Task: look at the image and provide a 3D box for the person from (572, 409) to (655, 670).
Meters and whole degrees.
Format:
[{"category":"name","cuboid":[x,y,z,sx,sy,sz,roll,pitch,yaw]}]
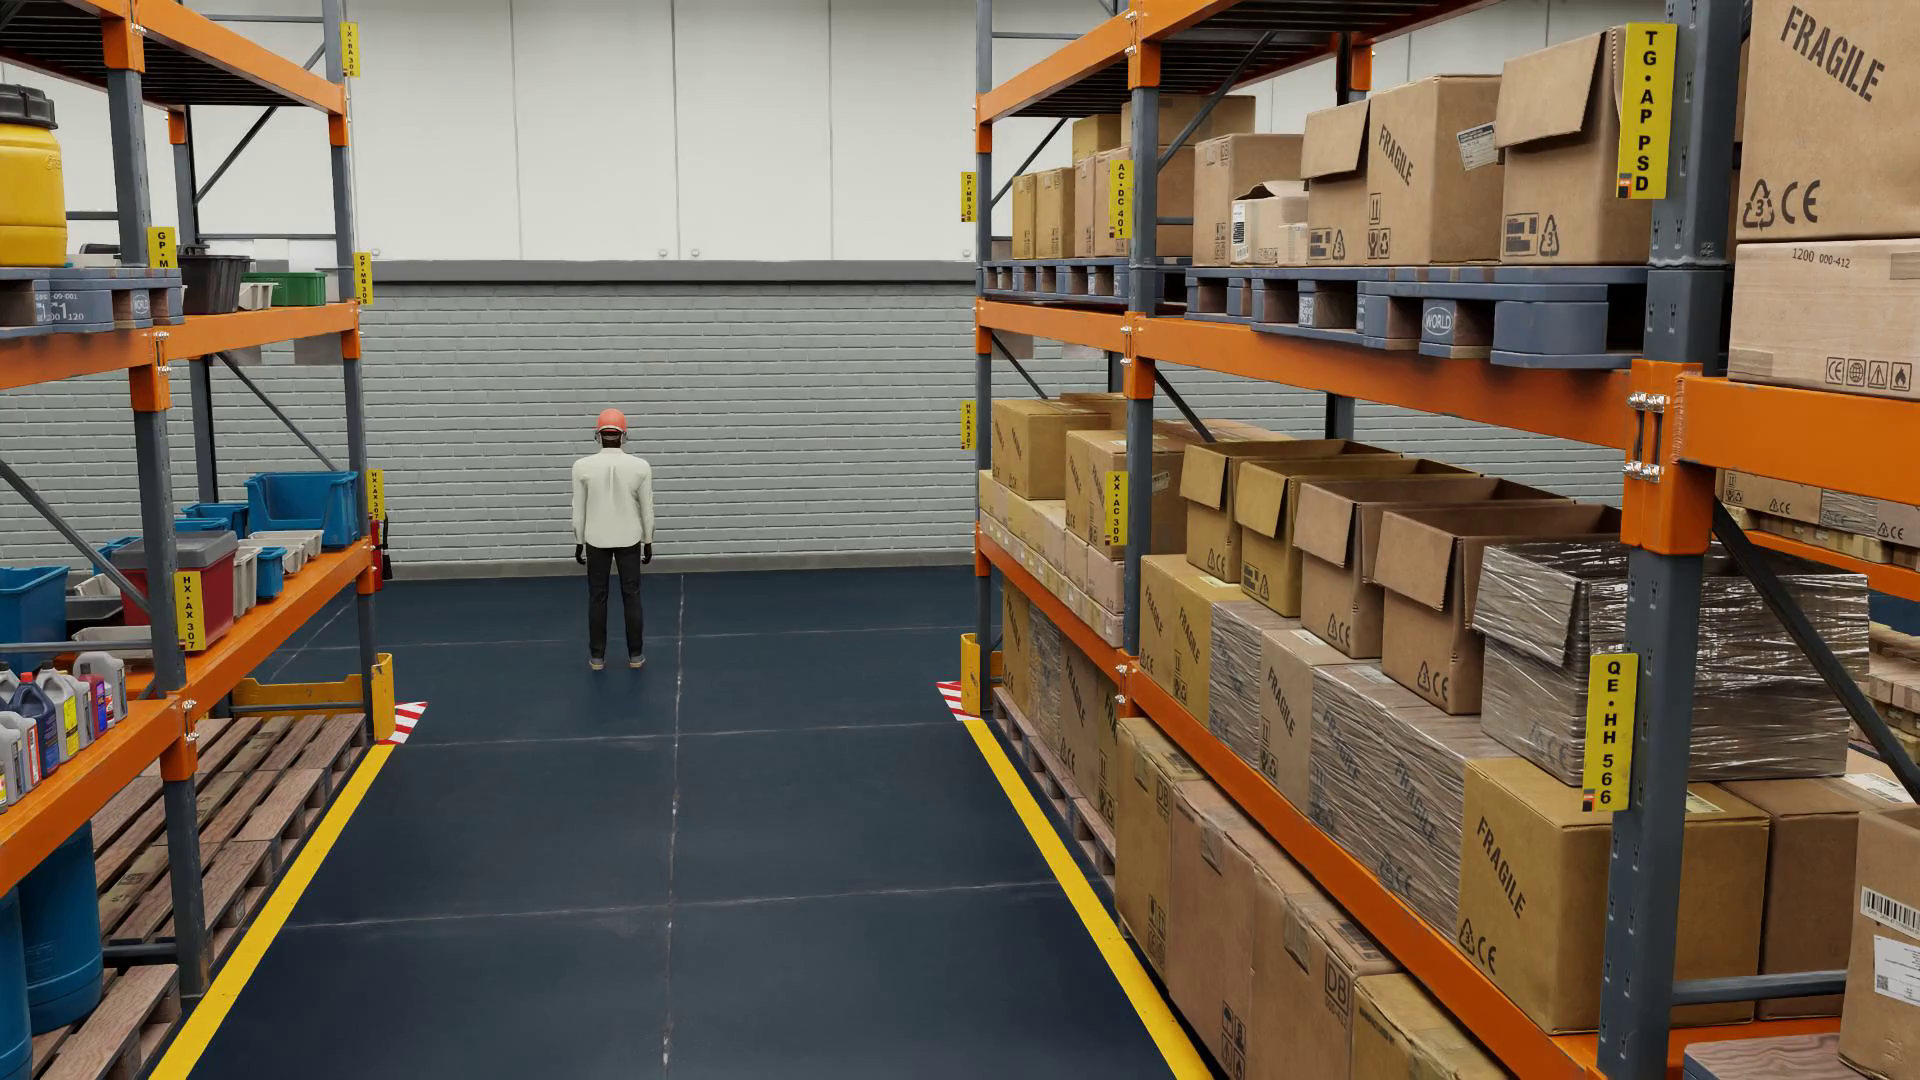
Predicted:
[{"category":"person","cuboid":[-2.640,-0.004,12.690,0.613,1.989,0.401,-2,9,-14]}]
